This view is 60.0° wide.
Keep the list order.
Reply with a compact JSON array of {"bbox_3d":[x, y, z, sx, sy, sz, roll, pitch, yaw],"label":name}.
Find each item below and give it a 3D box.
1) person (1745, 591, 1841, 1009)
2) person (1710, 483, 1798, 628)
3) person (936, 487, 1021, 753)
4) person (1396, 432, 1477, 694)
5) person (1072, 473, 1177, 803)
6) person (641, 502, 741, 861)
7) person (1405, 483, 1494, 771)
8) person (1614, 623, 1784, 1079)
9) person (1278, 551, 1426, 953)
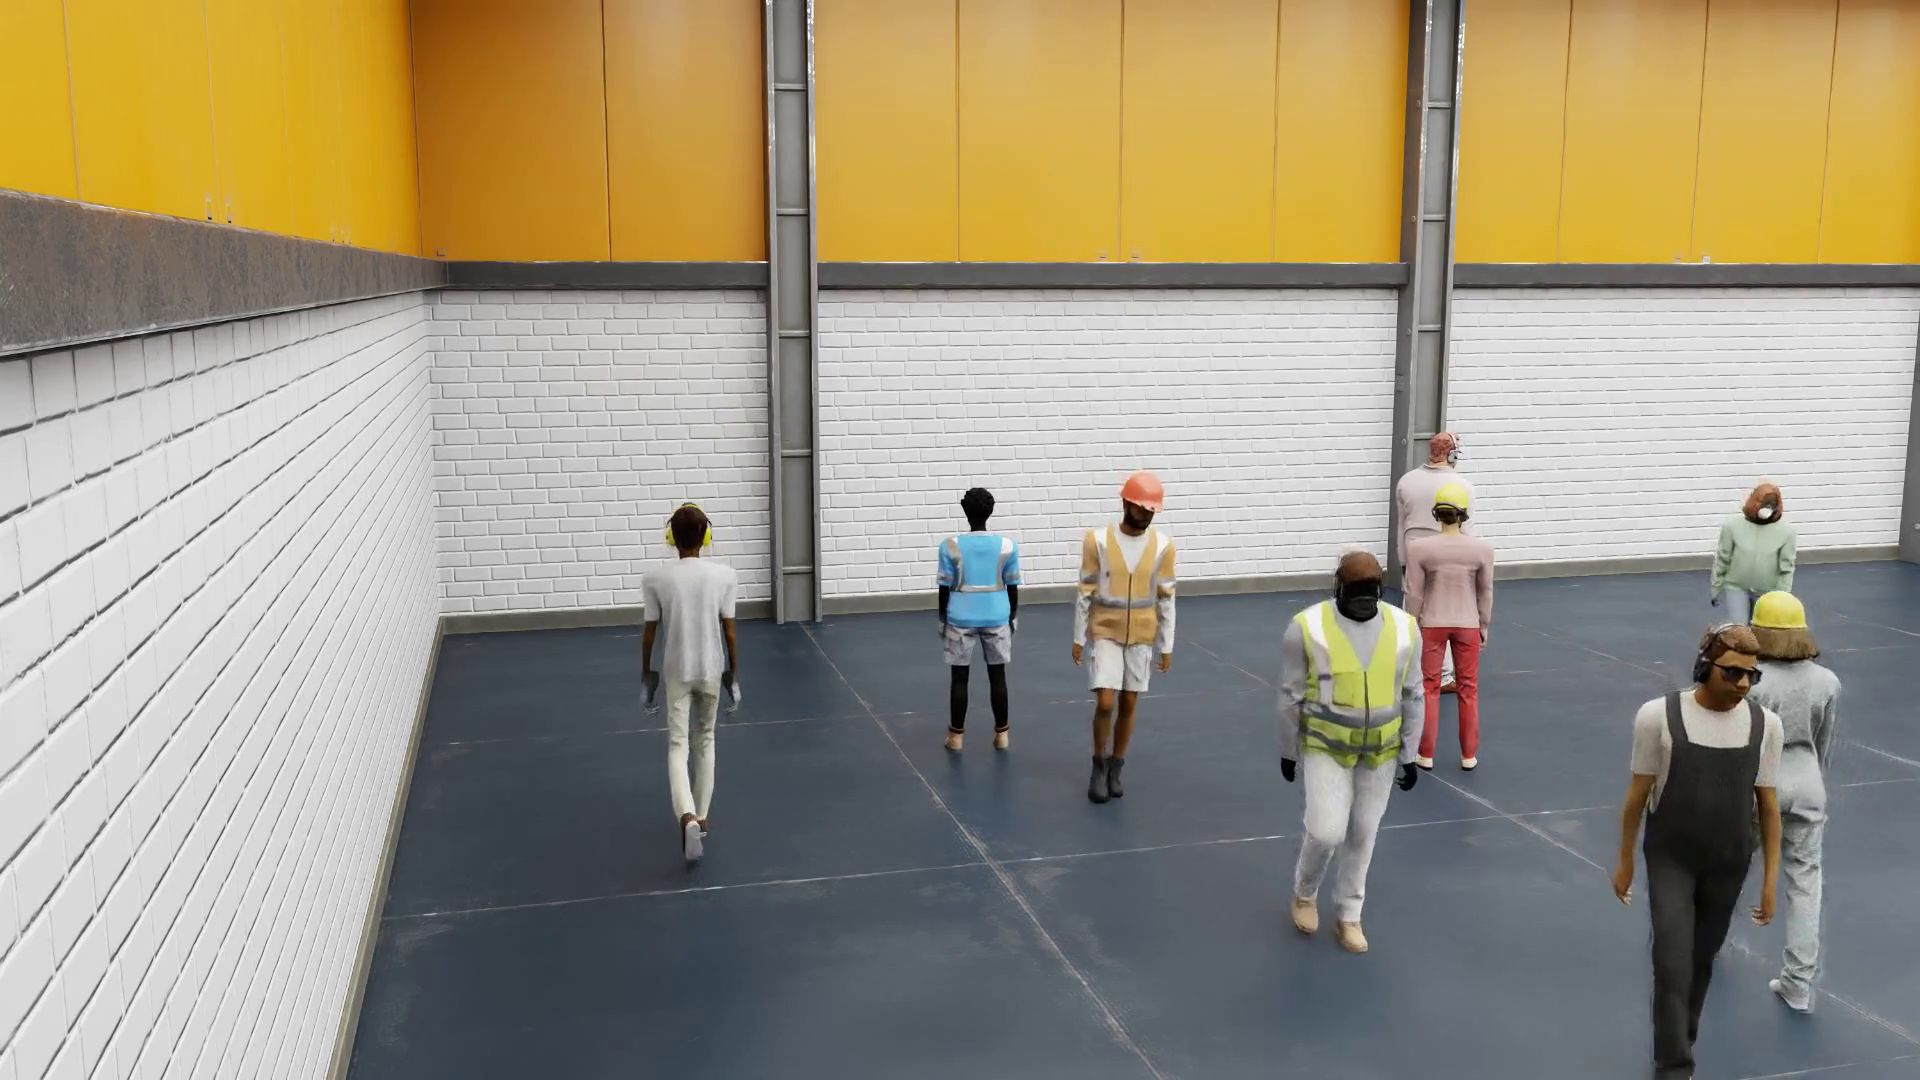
[{"bbox_3d":[3.441,1.054,7.093,0.497,1.700,0.852,0,9,1],"label":"person"},{"bbox_3d":[5.544,0.378,11.660,0.508,1.583,0.809,3,10,20],"label":"person"},{"bbox_3d":[0.114,0.515,10.529,0.546,1.683,0.318,-1,9,-8],"label":"person"},{"bbox_3d":[3.461,0.164,12.050,0.404,1.900,0.643,-8,12,-40],"label":"person"},{"bbox_3d":[0.950,0.563,9.506,0.583,1.909,0.572,-1,9,-4],"label":"person"},{"bbox_3d":[-1.406,0.731,8.711,0.519,1.839,0.806,-2,9,-14],"label":"person"},{"bbox_3d":[2.970,0.535,10.148,0.525,1.765,0.329,1,9,7],"label":"person"},{"bbox_3d":[2.635,1.198,5.856,0.523,1.808,0.866,1,9,6],"label":"person"},{"bbox_3d":[1.748,0.942,7.435,0.629,1.824,0.442,-1,9,-5],"label":"person"}]
